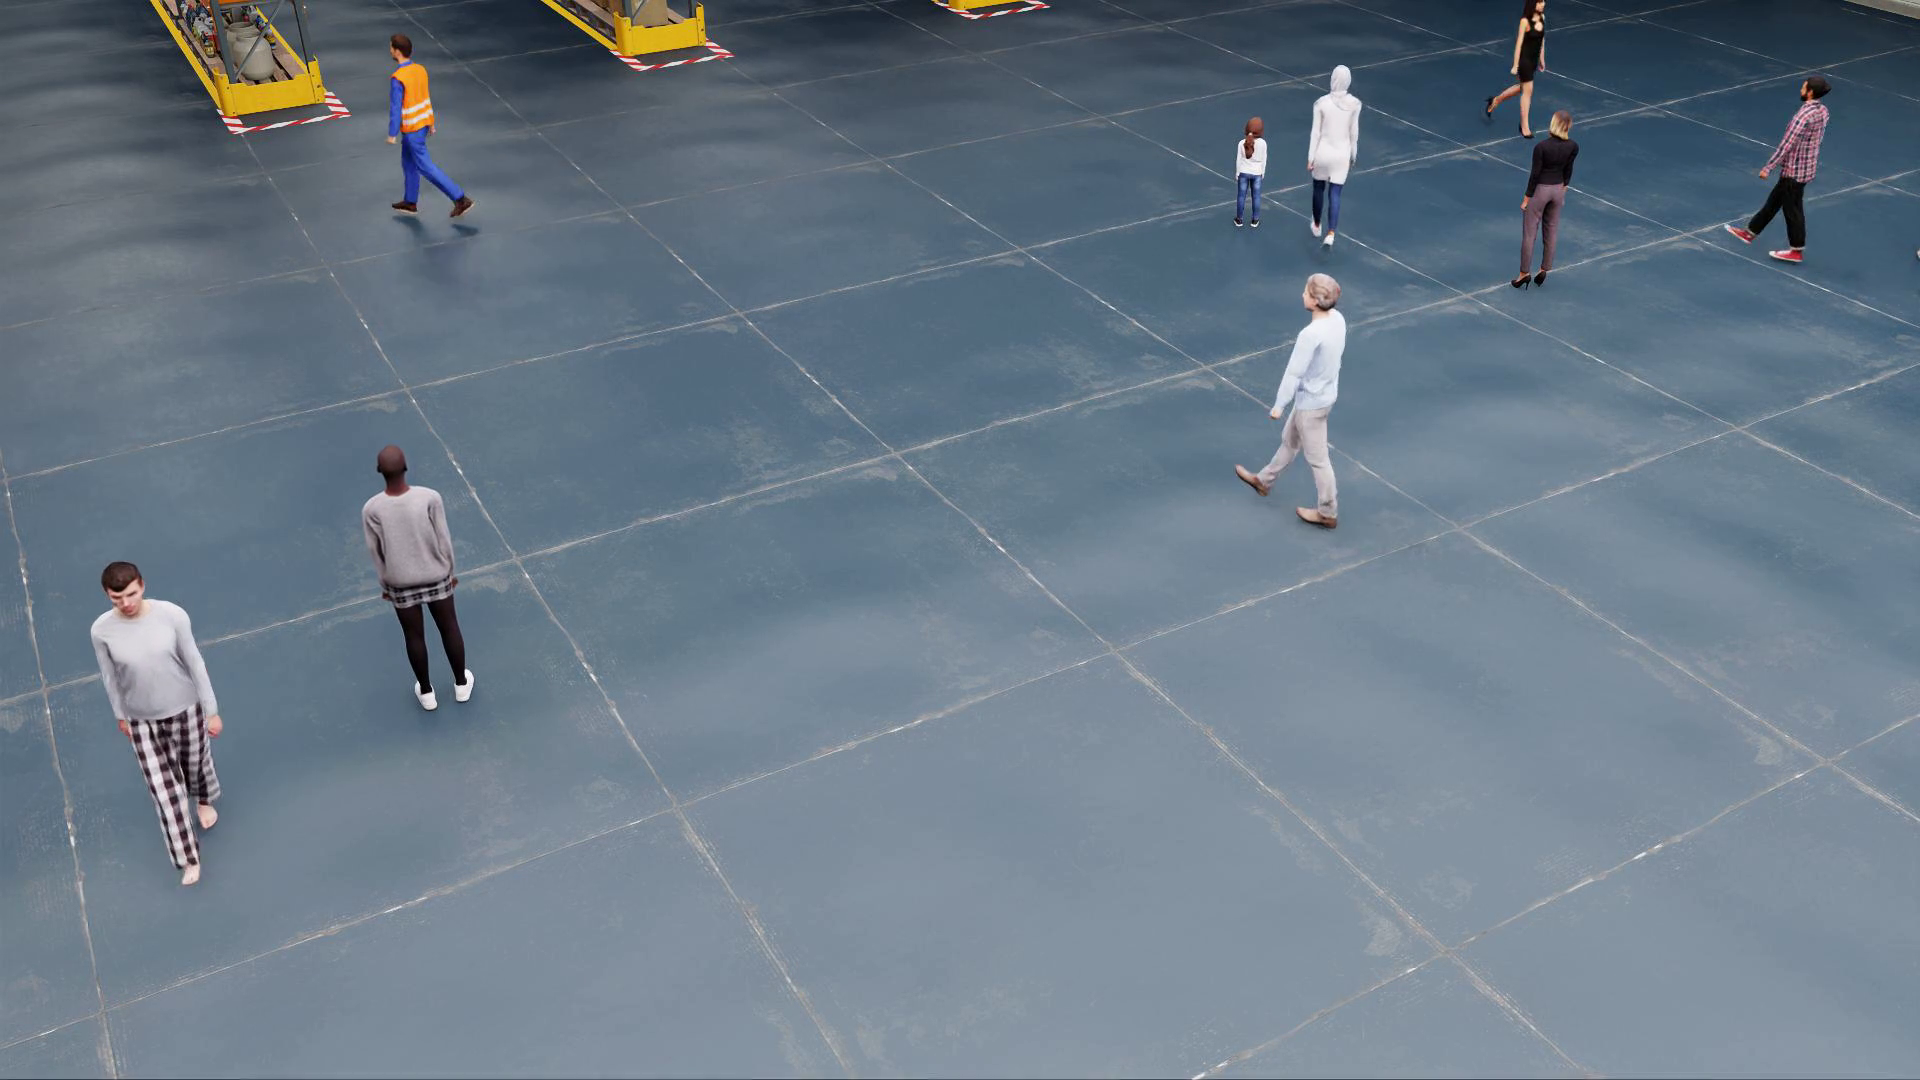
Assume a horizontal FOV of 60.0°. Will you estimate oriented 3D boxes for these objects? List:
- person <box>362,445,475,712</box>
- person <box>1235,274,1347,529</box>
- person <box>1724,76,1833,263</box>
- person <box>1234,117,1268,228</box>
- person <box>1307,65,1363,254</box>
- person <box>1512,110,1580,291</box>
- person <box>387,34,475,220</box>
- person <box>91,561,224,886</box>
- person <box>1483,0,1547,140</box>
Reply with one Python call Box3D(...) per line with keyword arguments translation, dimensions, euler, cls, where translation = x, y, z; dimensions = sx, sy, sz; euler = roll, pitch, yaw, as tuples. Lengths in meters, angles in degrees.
Box3D(translation=(-3.196, 0.223, 9.802), dimensions=(0.653, 1.771, 0.593), euler=(-10, 34, -16), cls="person")
Box3D(translation=(2.533, -0.920, 11.531), dimensions=(1.223, 1.859, 1.010), euler=(20, 37, 28), cls="person")
Box3D(translation=(7.953, -3.450, 15.672), dimensions=(1.145, 1.721, 0.918), euler=(23, 39, 32), cls="person")
Box3D(translation=(2.906, -3.688, 16.622), dimensions=(0.531, 1.110, 0.584), euler=(2, 32, 3), cls="person")
Box3D(translation=(3.560, -3.611, 15.904), dimensions=(1.034, 1.745, 1.197), euler=(3, 32, 5), cls="person")
Box3D(translation=(5.333, -3.095, 15.156), dimensions=(0.648, 1.671, 0.604), euler=(-9, 33, -14), cls="person")
Box3D(translation=(-5.338, -4.053, 16.525), dimensions=(1.236, 1.830, 1.224), euler=(5, 33, 8), cls="person")
Box3D(translation=(-4.203, 0.841, 8.784), dimensions=(0.708, 1.812, 1.104), euler=(-14, 35, -21), cls="person")
Box3D(translation=(6.373, -5.430, 18.902), dimensions=(0.685, 1.624, 1.029), euler=(-24, 39, -33), cls="person")
